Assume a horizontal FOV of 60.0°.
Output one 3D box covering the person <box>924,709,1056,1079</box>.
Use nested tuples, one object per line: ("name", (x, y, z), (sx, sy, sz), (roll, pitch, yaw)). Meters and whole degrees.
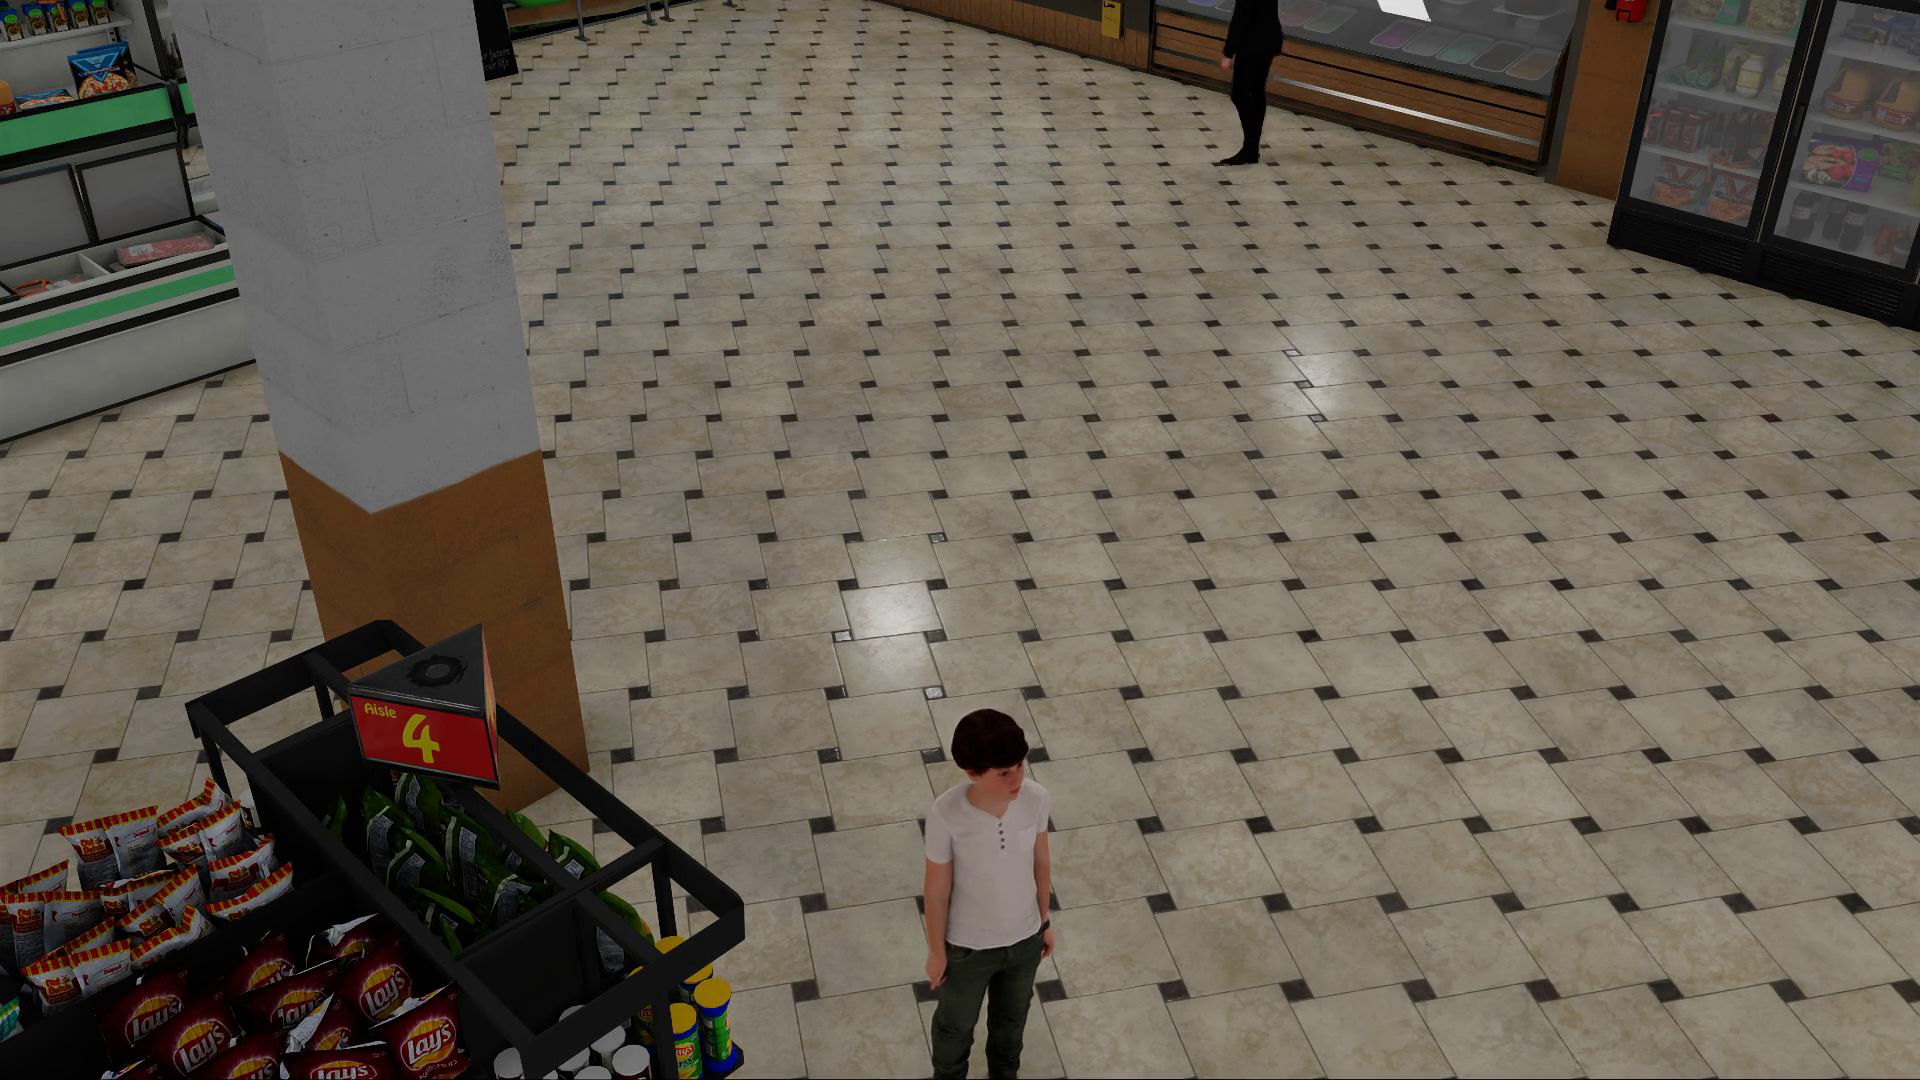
("person", (0.088, 1.196, 5.101), (0.592, 1.653, 0.715), (-12, 34, -18))

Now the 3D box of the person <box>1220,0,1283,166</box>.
("person", (2.358, -3.919, 13.148), (0.542, 1.838, 0.853), (-20, 37, -28))
